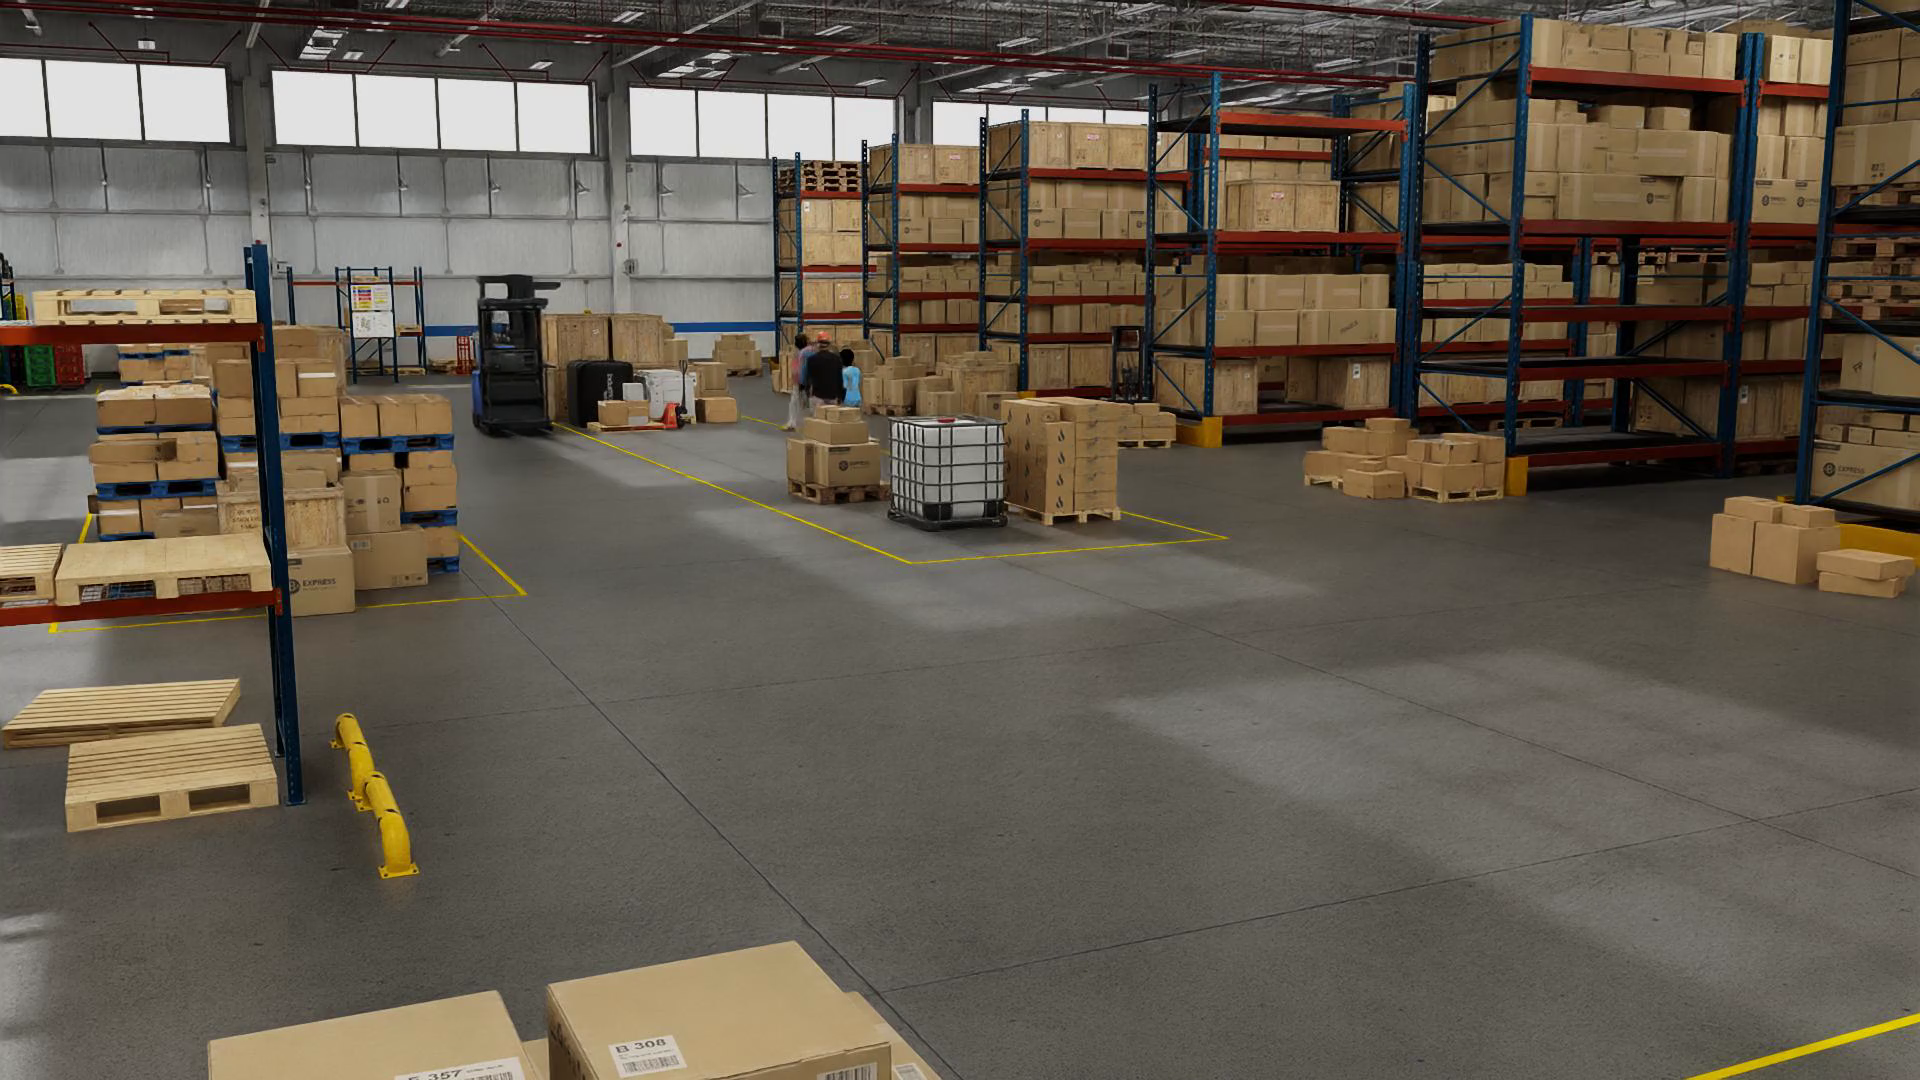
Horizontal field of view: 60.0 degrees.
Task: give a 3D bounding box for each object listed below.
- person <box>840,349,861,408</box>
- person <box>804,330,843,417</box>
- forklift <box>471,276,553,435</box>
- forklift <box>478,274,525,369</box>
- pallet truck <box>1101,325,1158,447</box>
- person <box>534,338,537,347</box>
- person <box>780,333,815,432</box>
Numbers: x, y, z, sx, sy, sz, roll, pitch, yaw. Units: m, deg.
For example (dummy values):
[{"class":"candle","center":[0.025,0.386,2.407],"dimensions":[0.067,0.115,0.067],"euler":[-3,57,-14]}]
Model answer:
[{"class":"person","center":[-1.742,-2.159,26.155],"dimensions":[0.319,1.693,0.532],"euler":[4,10,24]},{"class":"person","center":[-2.107,-2.252,25.818],"dimensions":[0.628,1.993,0.390],"euler":[-5,11,-30]},{"class":"forklift","center":[-8.175,-3.376,30.033],"dimensions":[1.129,2.768,1.873],"euler":[-4,10,-26]},{"class":"forklift","center":[-11.301,-5.373,42.420],"dimensions":[1.873,2.768,1.129],"euler":[-4,10,-25]},{"class":"pallet truck","center":[2.881,-2.596,27.923],"dimensions":[0.823,1.965,1.885],"euler":[-1,9,-7]},{"class":"person","center":[-8.832,-3.776,35.591],"dimensions":[0.545,1.893,0.992],"euler":[0,9,2]},{"class":"person","center":[-2.788,-2.857,30.148],"dimensions":[0.887,1.809,0.624],"euler":[-4,10,-25]}]
